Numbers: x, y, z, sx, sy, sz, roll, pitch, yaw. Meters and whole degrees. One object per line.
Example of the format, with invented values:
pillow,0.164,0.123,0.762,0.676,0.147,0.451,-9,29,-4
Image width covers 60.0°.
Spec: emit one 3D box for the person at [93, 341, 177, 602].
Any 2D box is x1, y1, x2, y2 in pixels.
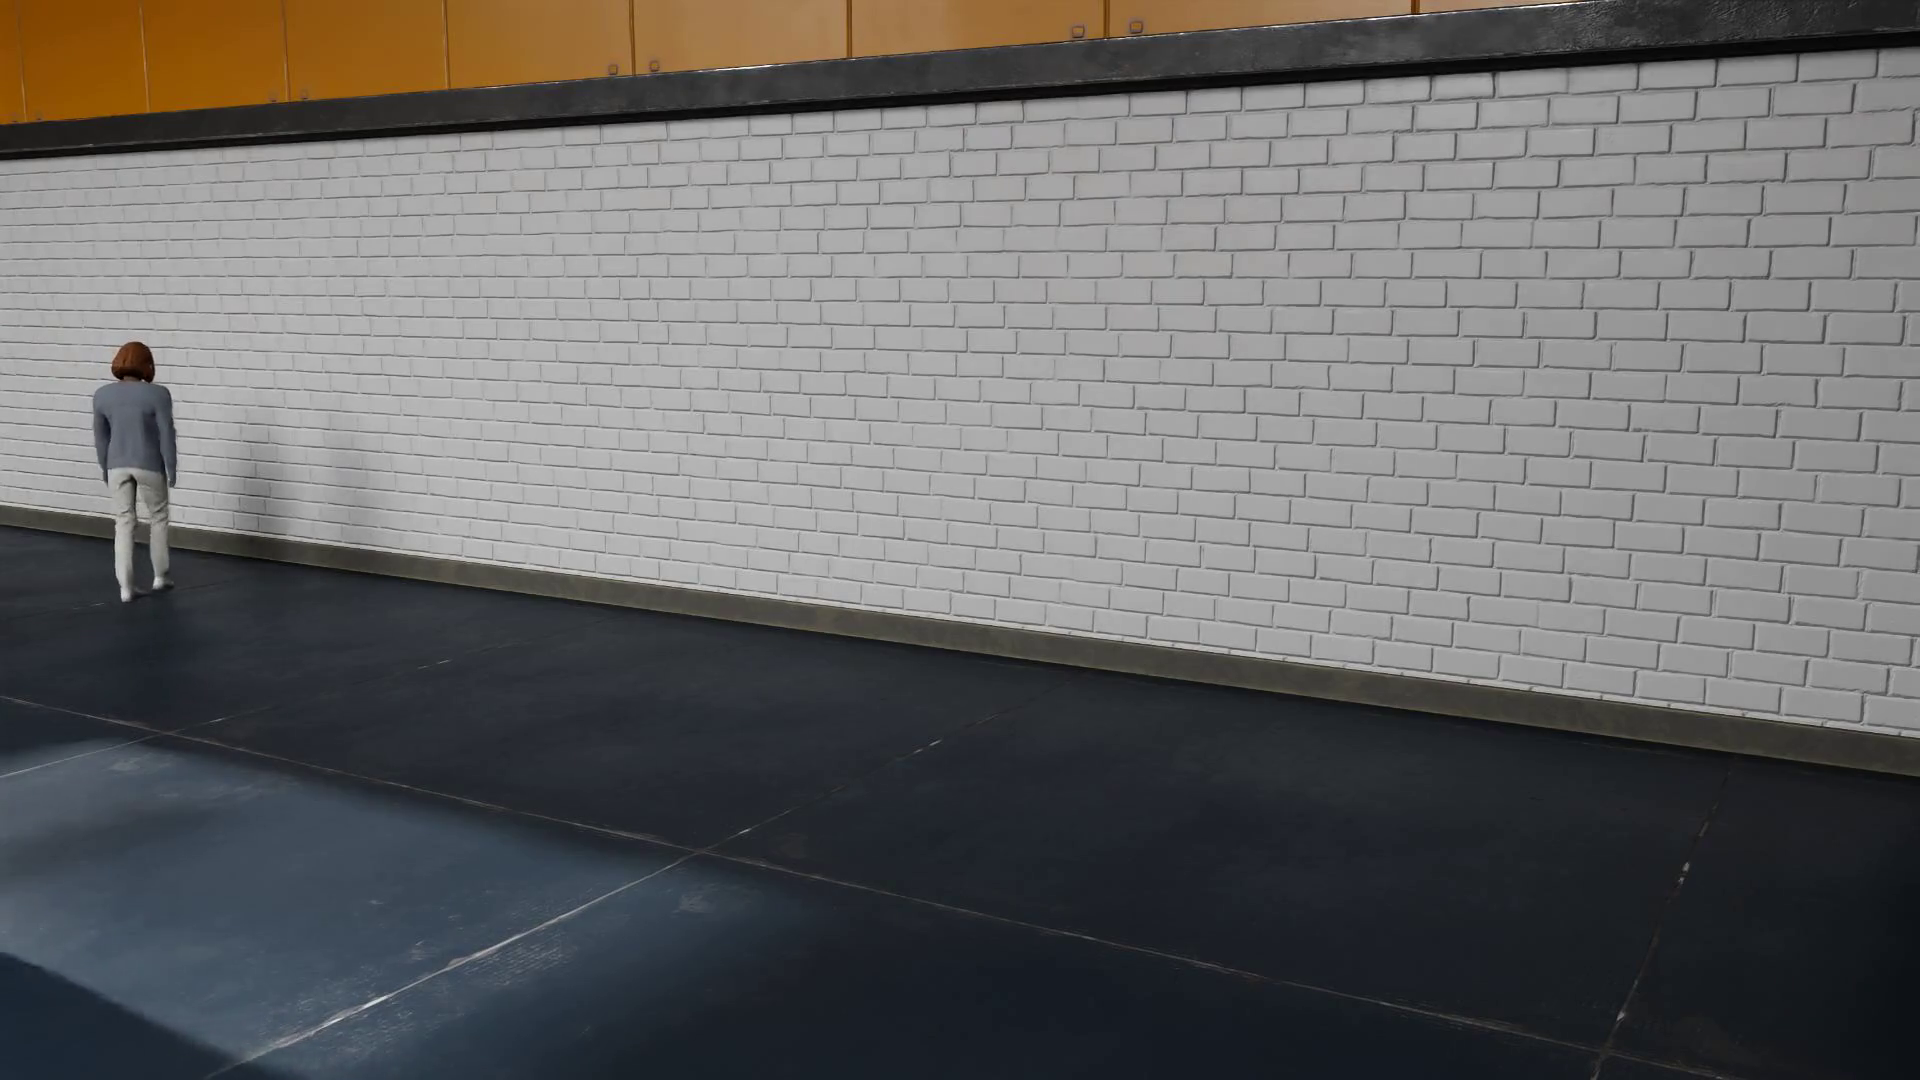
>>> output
person,-5.129,-0.436,10.390,0.522,1.603,0.500,-1,9,-4
